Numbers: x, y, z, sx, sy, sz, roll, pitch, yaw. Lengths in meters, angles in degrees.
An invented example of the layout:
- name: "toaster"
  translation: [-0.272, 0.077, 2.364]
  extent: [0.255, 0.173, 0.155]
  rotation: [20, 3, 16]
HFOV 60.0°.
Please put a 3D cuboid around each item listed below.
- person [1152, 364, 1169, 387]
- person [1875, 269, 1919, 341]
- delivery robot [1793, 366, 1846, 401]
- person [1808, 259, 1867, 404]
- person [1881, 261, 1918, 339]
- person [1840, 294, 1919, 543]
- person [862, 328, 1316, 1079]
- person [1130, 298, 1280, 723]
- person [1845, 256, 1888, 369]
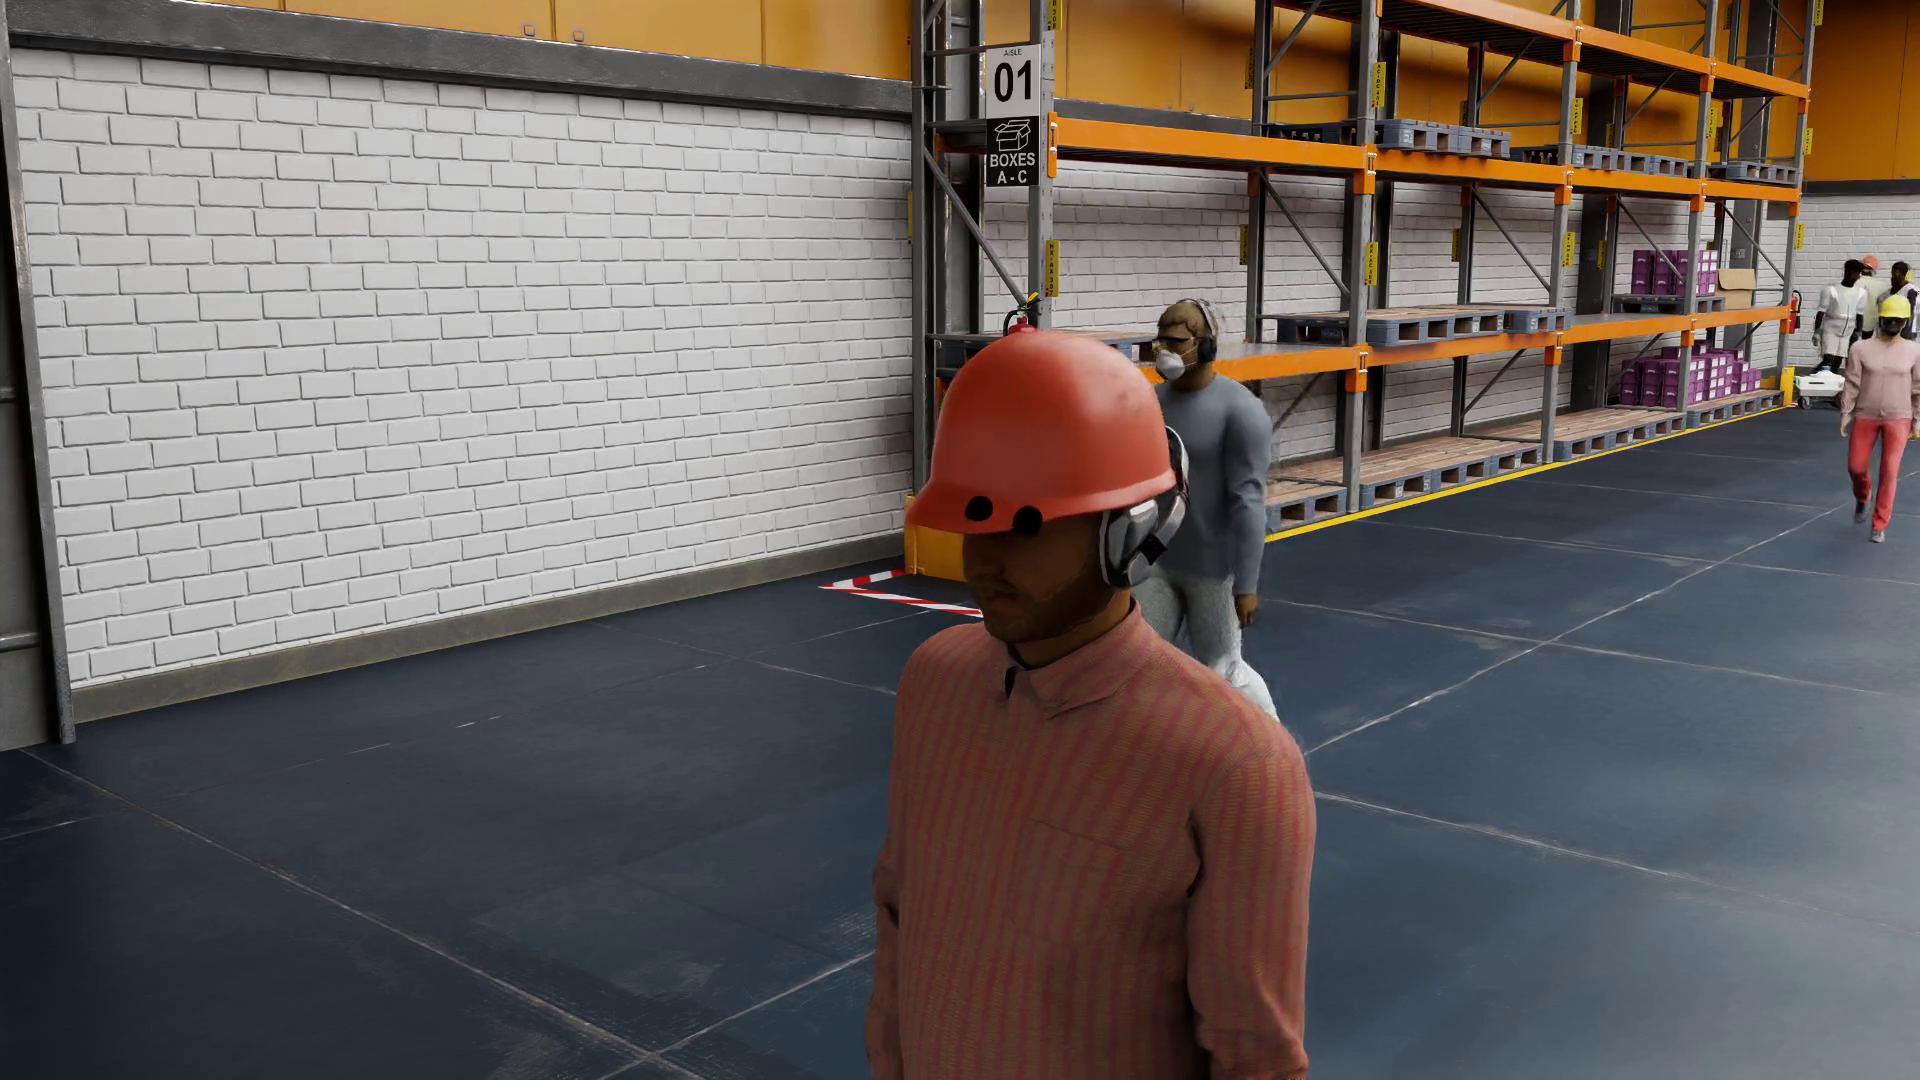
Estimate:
- name: "person"
  translation: [1.184, -0.335, 9.263]
  extent: [0.865, 1.593, 0.511]
  rotation: [-7, 12, -34]
- name: "person"
  translation: [12.995, -2.844, 22.966]
  extent: [0.598, 1.793, 0.813]
  rotation: [4, 11, 20]
- name: "delivery robot"
  translation: [11.134, -1.999, 21.426]
  extent: [0.707, 0.478, 0.477]
  rotation: [3, 10, 17]
- name: "person"
  translation: [11.682, -2.753, 22.088]
  extent: [0.649, 1.932, 0.462]
  rotation: [-1, 10, -5]
- name: "person"
  translation: [12.828, -2.848, 22.718]
  extent: [0.570, 1.902, 0.609]
  rotation: [0, 10, 0]
- name: "person"
  translation: [6.588, -0.875, 11.868]
  extent: [0.538, 1.753, 0.559]
  rotation: [6, 12, 31]
- name: "person"
  translation: [0.100, 0.757, 1.906]
  extent: [0.382, 1.993, 0.609]
  rotation: [-10, 14, -44]
- name: "person"
  translation: [0.877, 0.083, 6.003]
  extent: [0.931, 1.907, 0.637]
  rotation: [-9, 13, -41]
- name: "person"
  translation: [12.766, -3.038, 23.636]
  extent: [0.683, 1.964, 0.636]
  rotation: [4, 11, 20]
